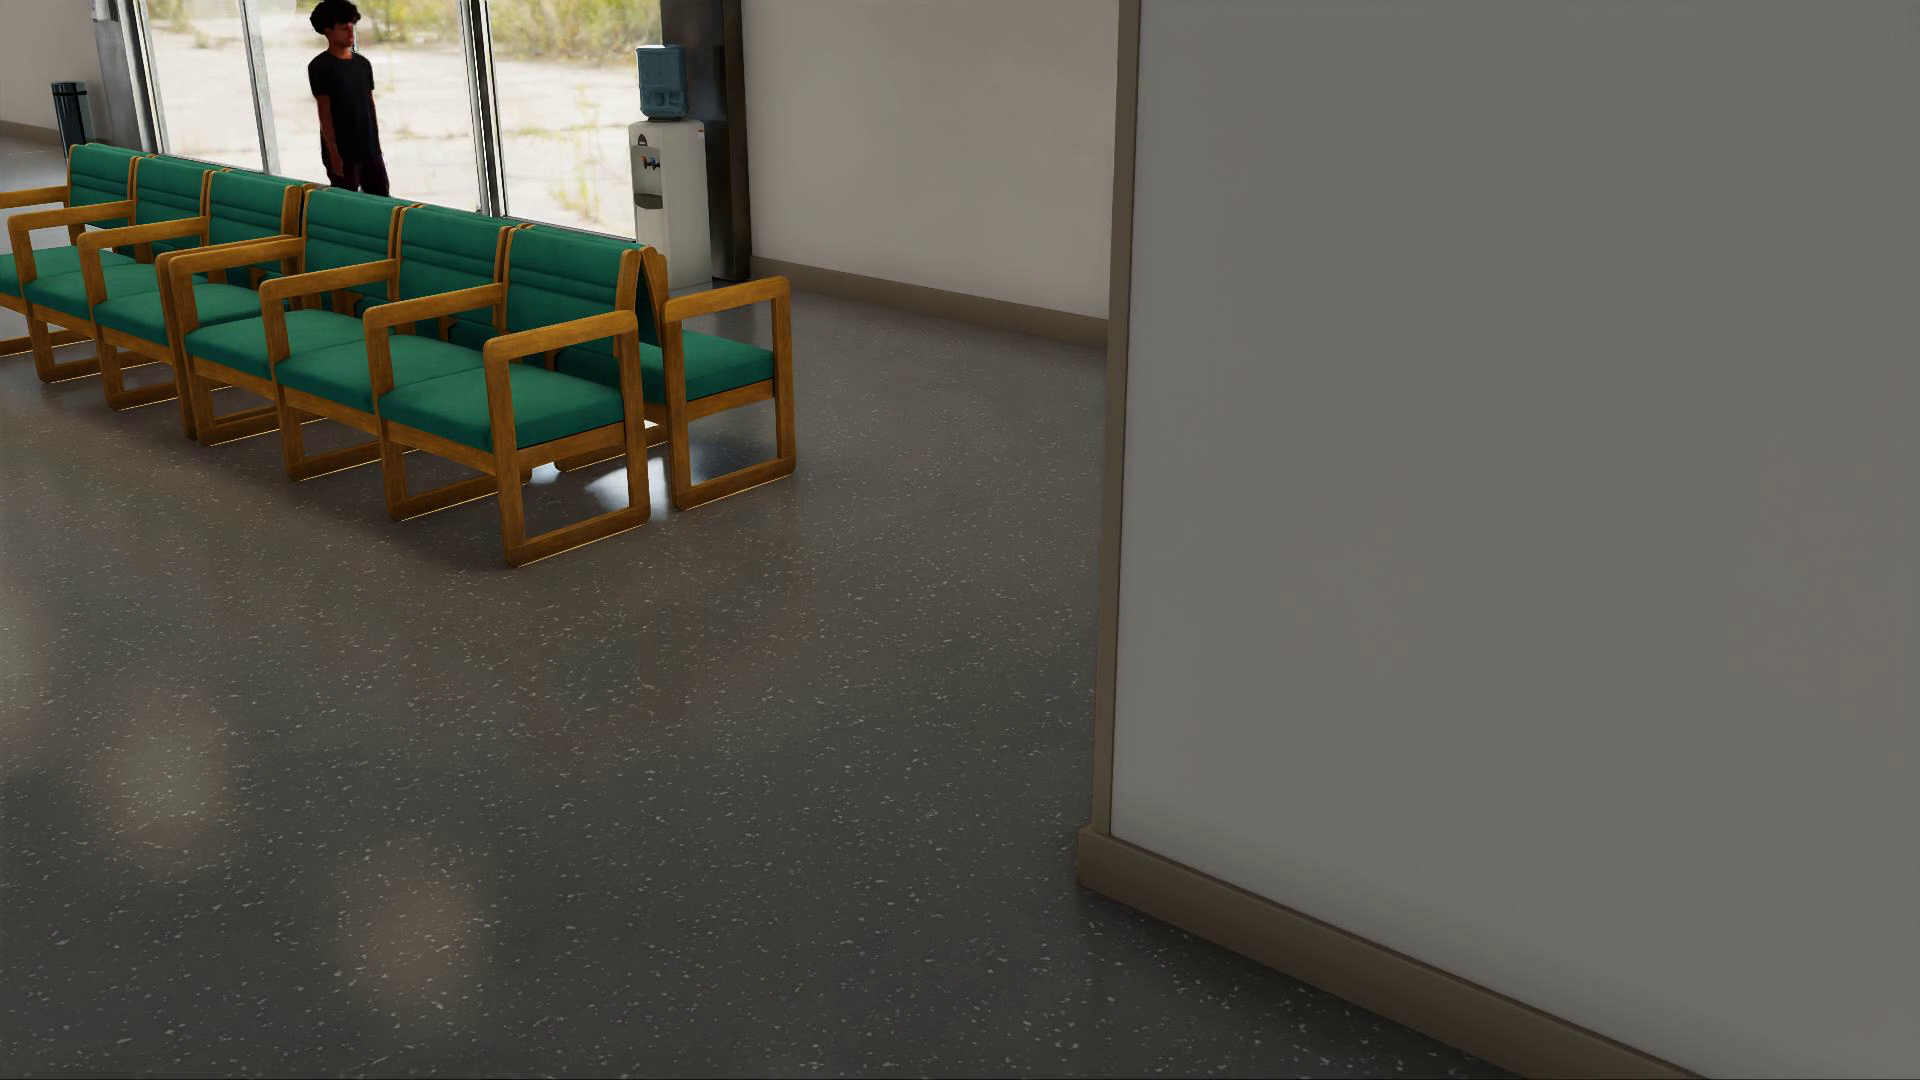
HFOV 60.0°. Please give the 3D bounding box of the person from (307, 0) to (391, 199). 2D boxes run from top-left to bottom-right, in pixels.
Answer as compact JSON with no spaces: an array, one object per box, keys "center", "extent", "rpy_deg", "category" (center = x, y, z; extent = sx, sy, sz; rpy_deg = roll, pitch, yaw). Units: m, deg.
[{"center":[-3.881,-2.507,10.548],"extent":[0.722,1.783,0.577],"rpy_deg":[12,24,29],"category":"person"}]
